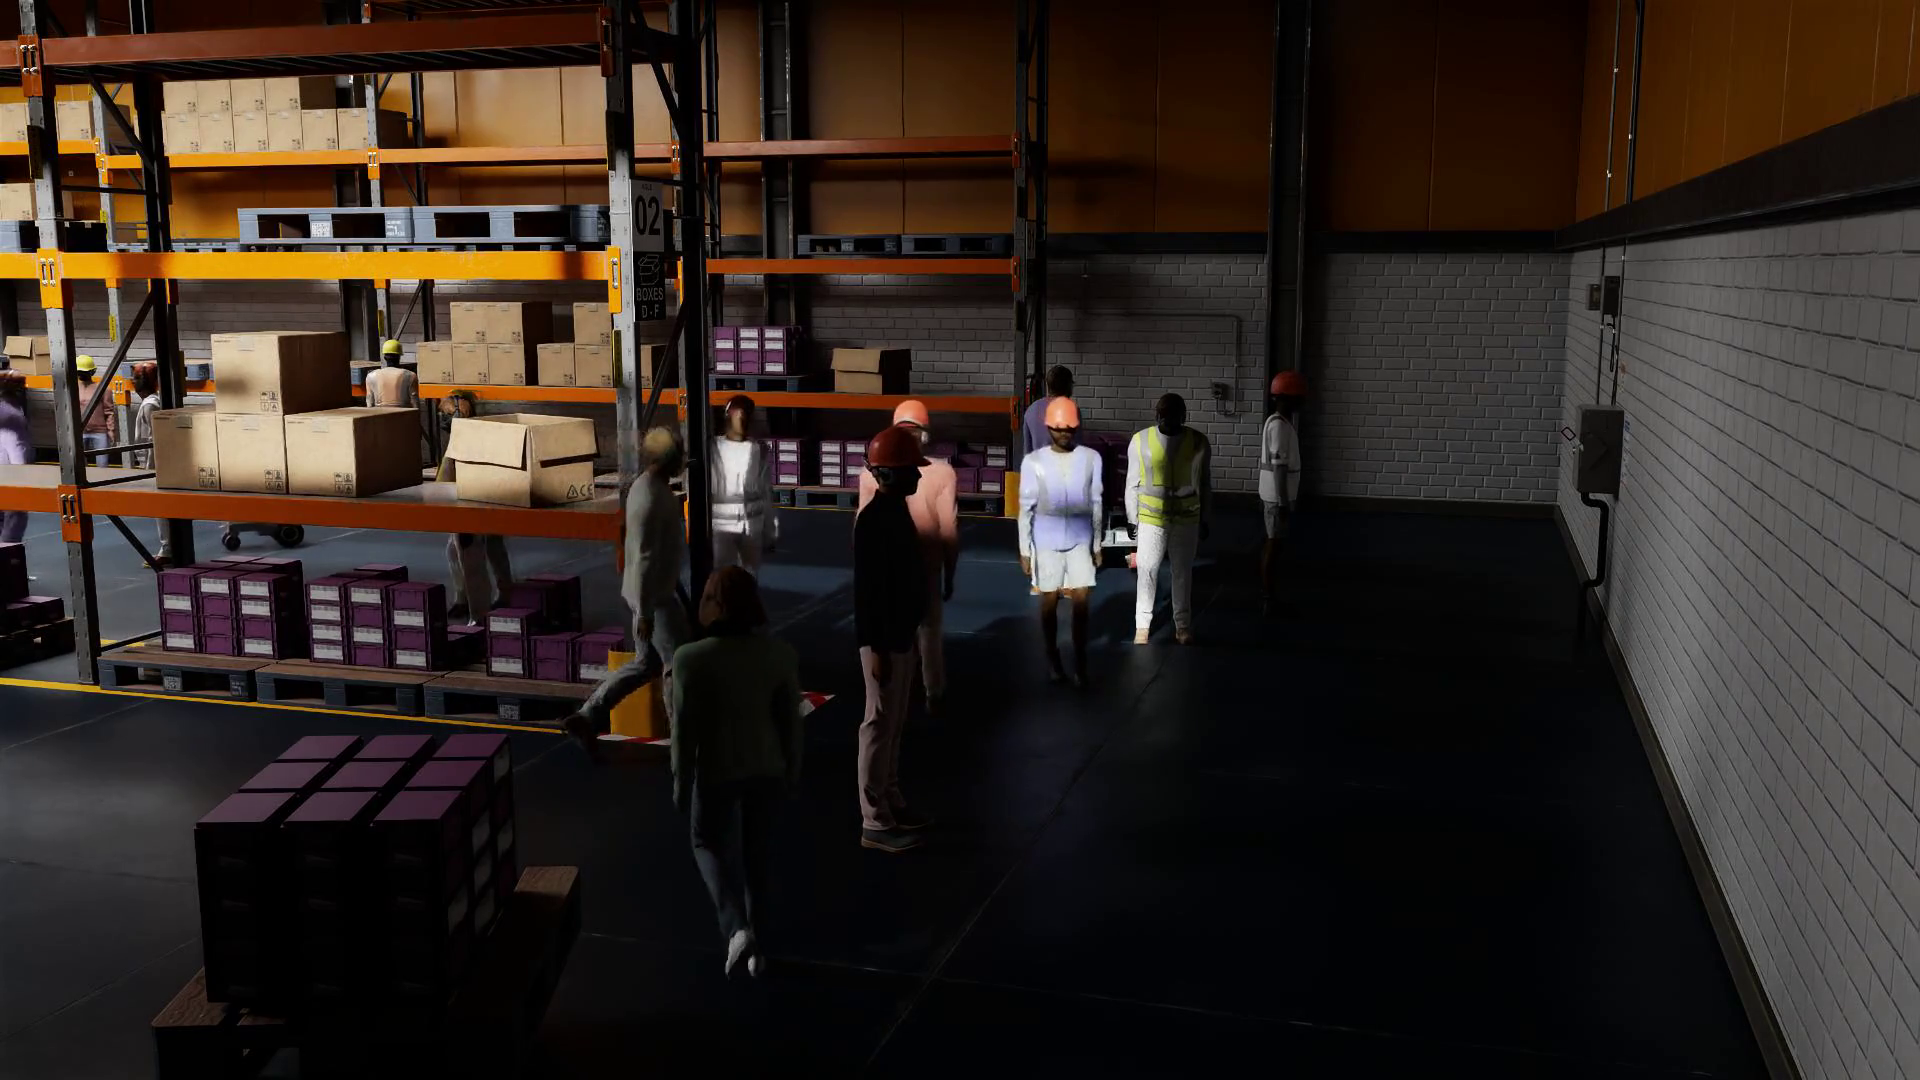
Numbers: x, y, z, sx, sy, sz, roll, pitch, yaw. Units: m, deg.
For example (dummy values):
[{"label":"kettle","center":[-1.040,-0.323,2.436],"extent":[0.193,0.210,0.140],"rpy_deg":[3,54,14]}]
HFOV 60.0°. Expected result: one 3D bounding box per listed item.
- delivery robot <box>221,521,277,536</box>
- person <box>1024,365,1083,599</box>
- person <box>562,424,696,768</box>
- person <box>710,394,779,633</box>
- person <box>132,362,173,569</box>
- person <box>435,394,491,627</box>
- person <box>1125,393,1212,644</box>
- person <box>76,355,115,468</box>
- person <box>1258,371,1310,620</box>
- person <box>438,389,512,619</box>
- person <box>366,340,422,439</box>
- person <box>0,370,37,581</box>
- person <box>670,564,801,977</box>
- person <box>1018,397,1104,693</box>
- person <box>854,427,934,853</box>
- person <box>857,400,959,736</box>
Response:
[{"label":"delivery robot","center":[-6.877,-0.250,16.322],"extent":[0.707,0.478,0.477],"rpy_deg":[-5,11,-29]},{"label":"person","center":[0.787,-0.481,13.804],"extent":[0.356,1.938,0.633],"rpy_deg":[-8,12,-40]},{"label":"person","center":[-1.742,0.320,9.074],"extent":[0.862,1.904,0.654],"rpy_deg":[-2,9,-10]},{"label":"person","center":[-1.536,-0.072,11.490],"extent":[0.612,1.874,0.443],"rpy_deg":[-6,11,-33]},{"label":"person","center":[-7.348,-0.681,15.197],"extent":[0.353,1.883,0.573],"rpy_deg":[-3,10,-17]},{"label":"person","center":[-3.567,-0.131,12.000],"extent":[0.429,1.836,0.629],"rpy_deg":[-3,10,-17]},{"label":"person","center":[1.515,-0.148,12.081],"extent":[0.634,1.839,0.429],"rpy_deg":[0,9,0]},{"label":"person","center":[-9.808,-1.200,18.738],"extent":[0.522,1.761,0.327],"rpy_deg":[-4,10,-21]},{"label":"person","center":[2.526,-0.354,13.031],"extent":[0.368,1.939,0.542],"rpy_deg":[1,9,8]},{"label":"person","center":[-3.844,-0.284,13.016],"extent":[0.708,1.794,0.629],"rpy_deg":[-1,9,-6]},{"label":"person","center":[-6.414,-1.309,18.899],"extent":[0.594,1.922,0.385],"rpy_deg":[-1,9,-5]},{"label":"person","center":[-8.312,-0.553,14.484],"extent":[0.751,1.865,0.474],"rpy_deg":[8,13,42]},{"label":"person","center":[-0.841,0.900,6.349],"extent":[0.521,1.617,0.421],"rpy_deg":[-4,10,-24]},{"label":"person","center":[0.666,0.037,10.730],"extent":[0.571,1.905,0.823],"rpy_deg":[-1,9,-5]},{"label":"person","center":[-0.317,0.461,7.890],"extent":[0.379,1.996,0.610],"rpy_deg":[2,9,10]},{"label":"person","center":[-0.308,0.138,9.996],"extent":[0.642,1.939,0.982],"rpy_deg":[1,9,7]}]
